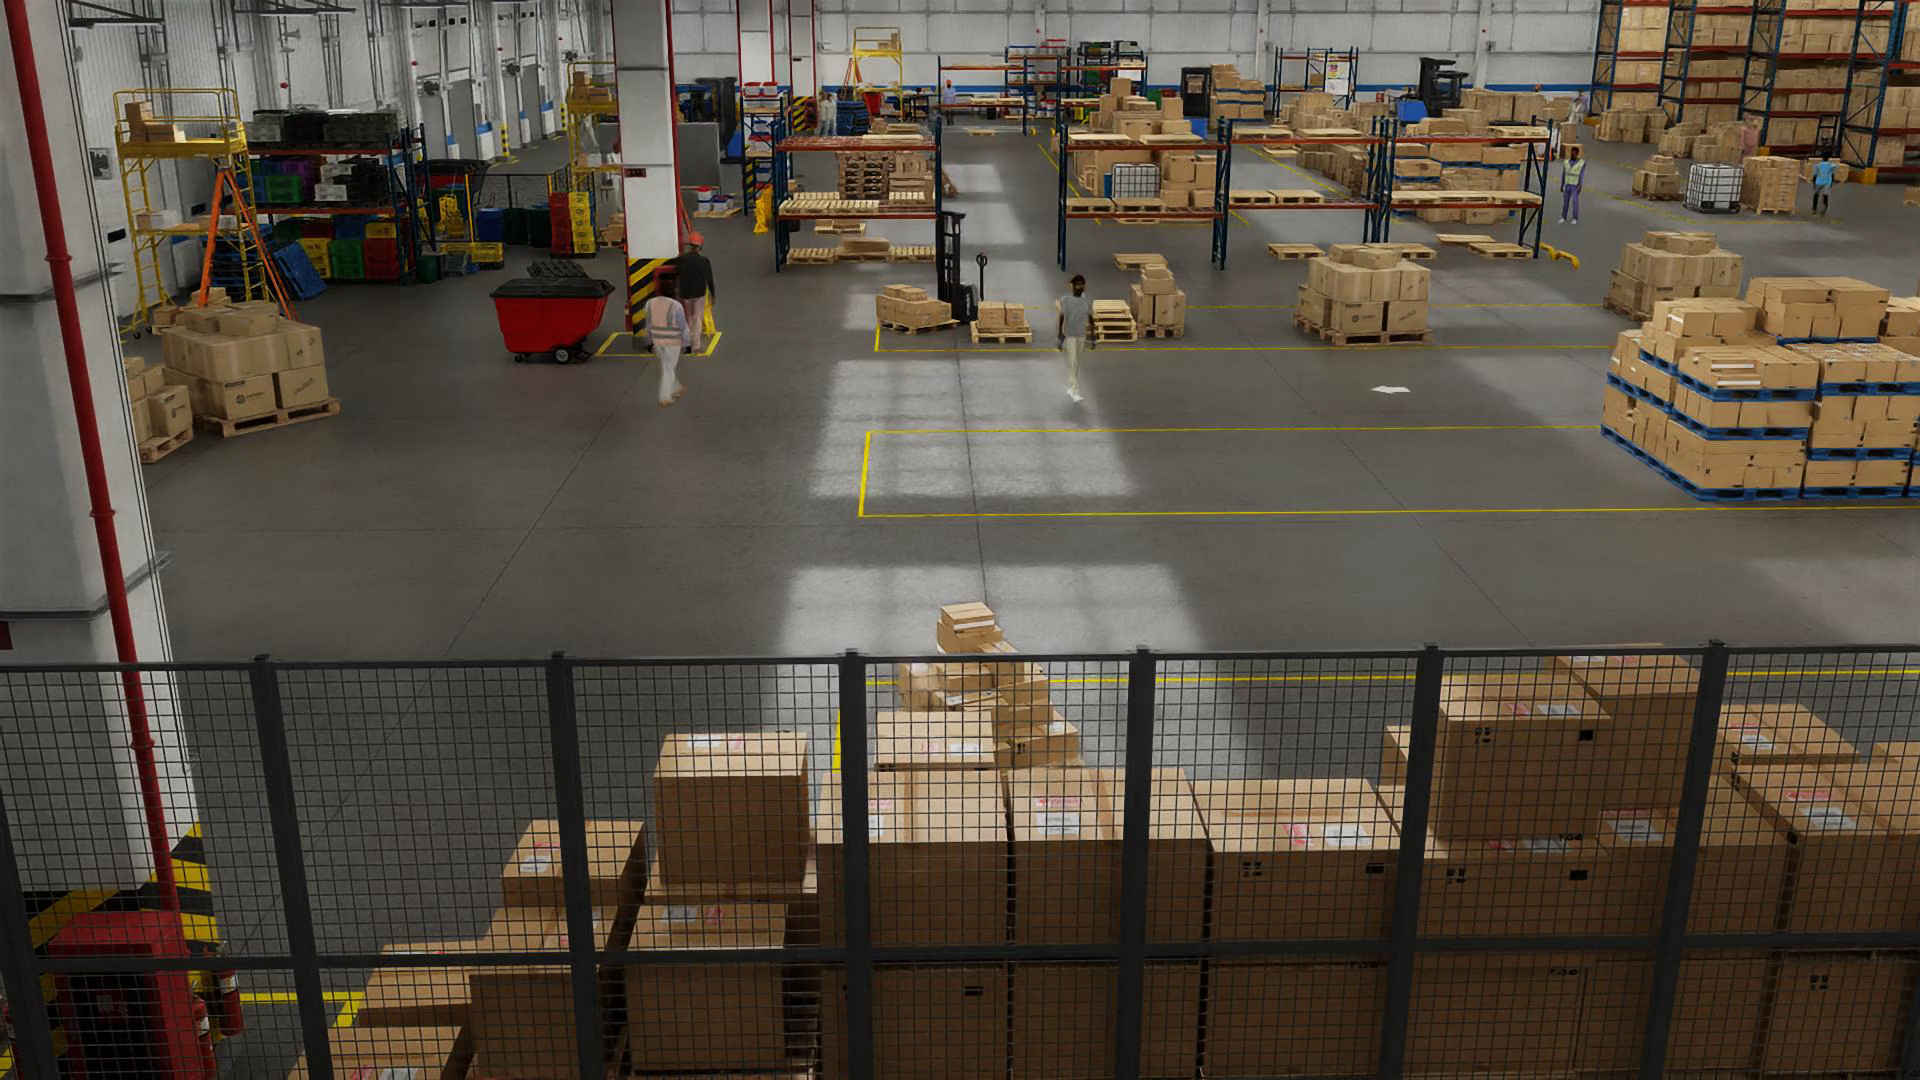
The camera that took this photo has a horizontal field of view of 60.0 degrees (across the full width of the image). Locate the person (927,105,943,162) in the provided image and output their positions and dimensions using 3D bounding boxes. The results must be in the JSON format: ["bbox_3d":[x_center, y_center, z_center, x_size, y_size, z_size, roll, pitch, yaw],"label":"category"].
[{"bbox_3d":[-0.869,-13.612,55.775,0.651,1.888,0.867,9,21,25],"label":"person"}]

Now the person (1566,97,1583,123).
[{"bbox_3d":[23.689,-16.291,64.199,0.568,1.582,0.865,3,19,9],"label":"person"}]

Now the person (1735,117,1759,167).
[{"bbox_3d":[24.328,-12.083,51.305,0.645,1.852,1.016,-3,19,-8],"label":"person"}]

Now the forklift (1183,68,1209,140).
[{"bbox_3d":[8.563,-15.807,60.765,1.129,2.768,1.873,4,19,13],"label":"forklift"}]

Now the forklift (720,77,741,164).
[{"bbox_3d":[-7.576,-13.878,55.042,1.873,2.768,1.129,-1,19,-1],"label":"forklift"}]

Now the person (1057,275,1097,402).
[{"bbox_3d":[1.738,-2.906,24.090,0.554,1.838,0.859,-6,20,-18],"label":"person"}]

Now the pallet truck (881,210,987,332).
[{"bbox_3d":[-0.493,-4.759,29.349,1.885,1.965,0.823,-13,23,-34],"label":"pallet truck"}]

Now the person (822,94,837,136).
[{"bbox_3d":[-4.810,-15.613,61.731,0.651,1.878,1.032,-11,21,-29],"label":"person"}]

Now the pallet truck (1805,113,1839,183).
[{"bbox_3d":[26.403,-11.957,50.702,0.823,1.965,1.885,6,19,16],"label":"pallet truck"}]

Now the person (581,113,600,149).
[{"bbox_3d":[-13.552,-15.059,60.533,0.856,1.593,0.536,12,22,32],"label":"person"}]

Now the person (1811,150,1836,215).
[{"bbox_3d":[22.446,-9.281,43.267,0.545,1.668,0.690,6,20,18],"label":"person"}]

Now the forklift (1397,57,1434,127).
[{"bbox_3d":[19.193,-18.499,68.751,1.873,2.768,1.129,-1,19,-1],"label":"forklift"}]

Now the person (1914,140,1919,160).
[{"bbox_3d":[30.636,-12.649,52.833,0.552,1.947,0.629,-2,19,-6],"label":"person"}]

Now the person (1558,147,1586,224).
[{"bbox_3d":[15.414,-8.928,41.858,0.396,1.910,0.589,-16,25,-40],"label":"person"}]

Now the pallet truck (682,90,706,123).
[{"bbox_3d":[-9.671,-15.907,62.421,0.823,1.965,1.885,5,19,15],"label":"pallet truck"}]

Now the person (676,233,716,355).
[{"bbox_3d":[-4.290,-4.054,27.298,0.649,1.964,0.741,7,20,21],"label":"person"}]

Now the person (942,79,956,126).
[{"bbox_3d":[-0.438,-18.338,69.755,0.587,1.909,0.729,-3,19,-7],"label":"person"}]

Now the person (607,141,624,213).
[{"bbox_3d":[-8.892,-9.488,43.585,0.603,1.857,0.766,-14,23,-35],"label":"person"}]

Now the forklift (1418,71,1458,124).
[{"bbox_3d":[17.058,-15.224,59.034,1.129,2.768,1.873,-1,19,-2],"label":"forklift"}]

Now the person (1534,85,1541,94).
[{"bbox_3d":[22.625,-16.873,65.327,0.665,1.963,0.796,18,25,42],"label":"person"}]

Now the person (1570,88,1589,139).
[{"bbox_3d":[23.930,-16.432,64.113,0.662,1.906,0.881,-2,19,-6],"label":"person"}]

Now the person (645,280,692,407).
[{"bbox_3d":[-4.140,-2.870,24.044,0.649,1.800,0.910,9,21,24],"label":"person"}]
